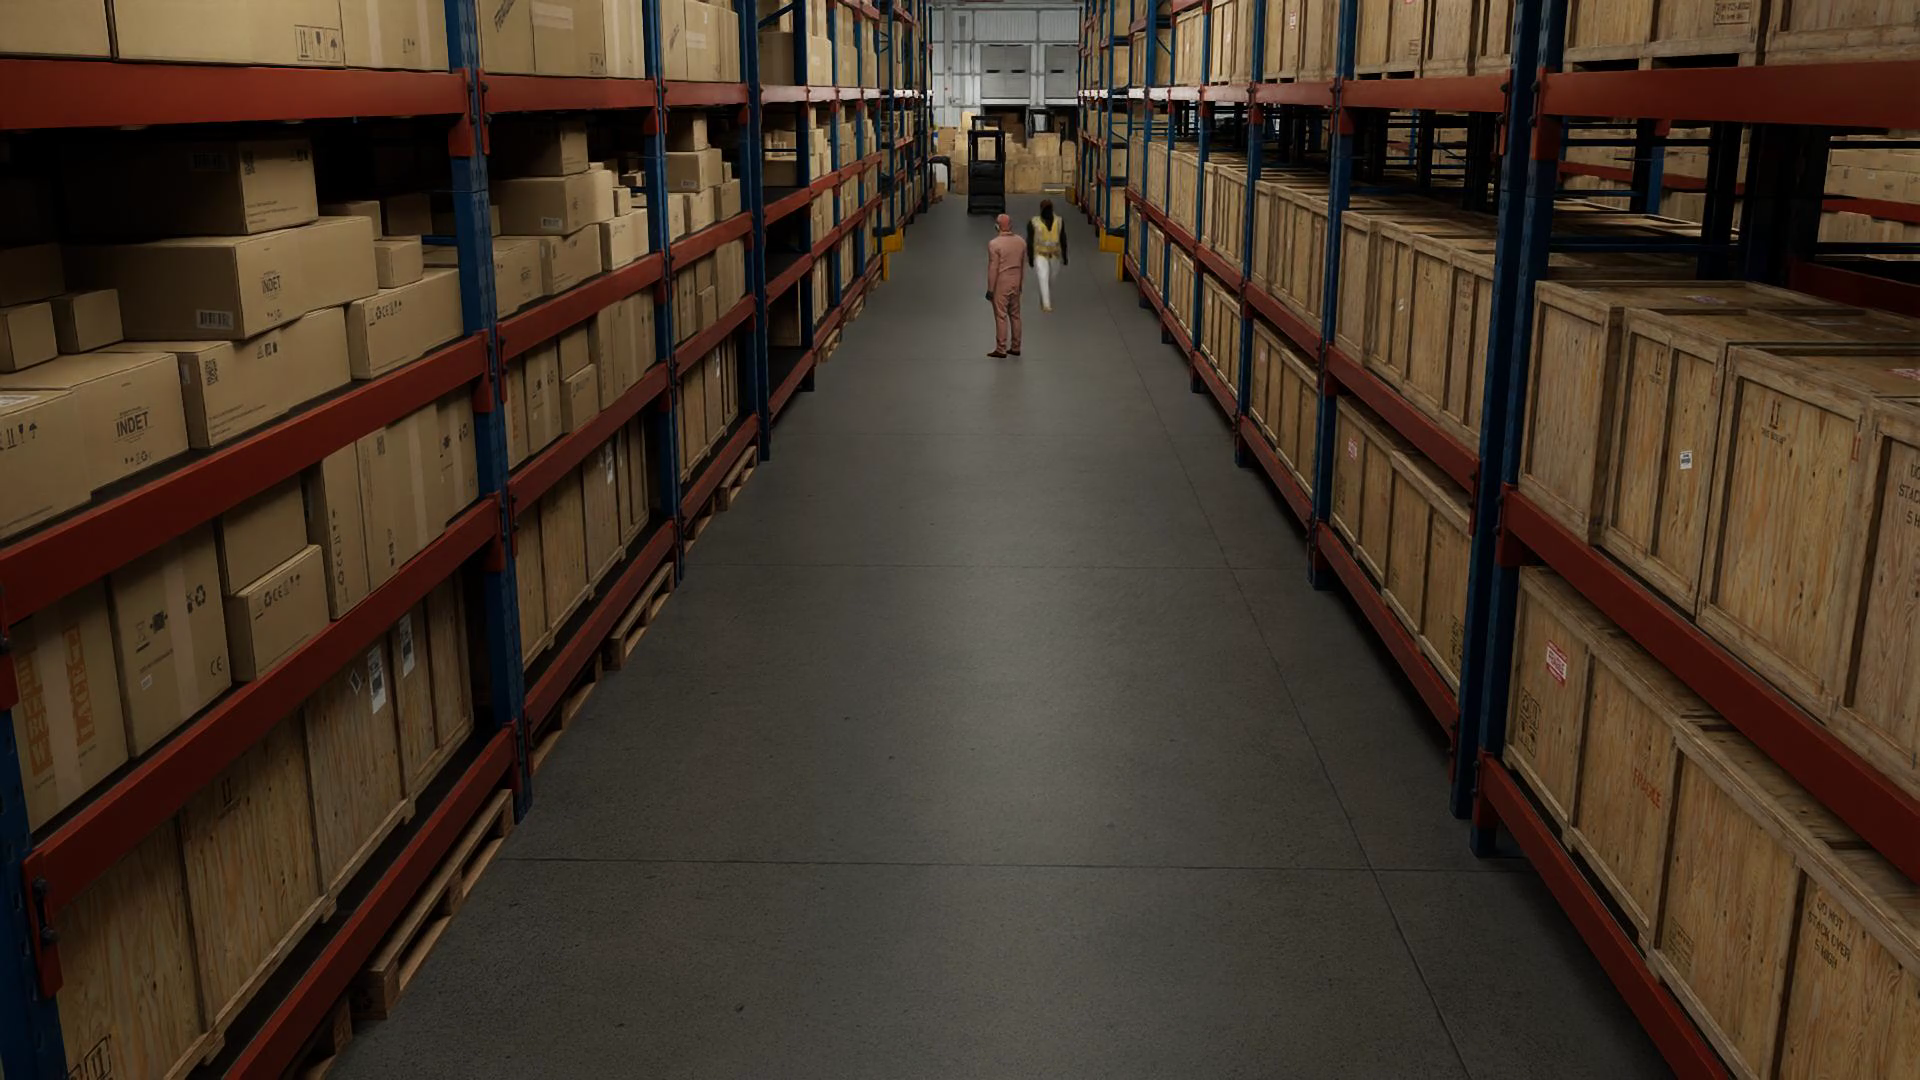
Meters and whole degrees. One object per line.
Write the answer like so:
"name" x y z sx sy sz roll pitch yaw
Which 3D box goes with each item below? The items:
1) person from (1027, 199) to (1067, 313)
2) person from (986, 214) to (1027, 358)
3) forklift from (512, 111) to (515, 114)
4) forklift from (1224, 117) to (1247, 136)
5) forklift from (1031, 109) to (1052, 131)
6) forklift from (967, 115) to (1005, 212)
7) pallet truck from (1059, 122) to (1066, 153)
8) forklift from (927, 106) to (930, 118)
"person" 1.399 -4.652 27.131 0.619 1.813 0.884 -4 16 -15
"person" 0.588 -3.402 22.302 0.643 1.905 0.399 -13 20 -40
"forklift" -18.272 -16.700 69.927 1.129 2.768 1.873 0 15 2
"forklift" 7.705 -10.201 45.746 1.129 2.768 1.873 0 15 1
"forklift" 3.432 -16.803 70.309 1.129 2.768 1.873 0 15 2
"forklift" 0.797 -11.221 49.543 1.129 2.768 1.873 0 15 2
"pallet truck" 5.788 -21.111 88.014 1.885 1.965 0.823 5 16 18
"forklift" -1.928 -21.355 87.247 1.129 2.768 1.873 0 15 2
